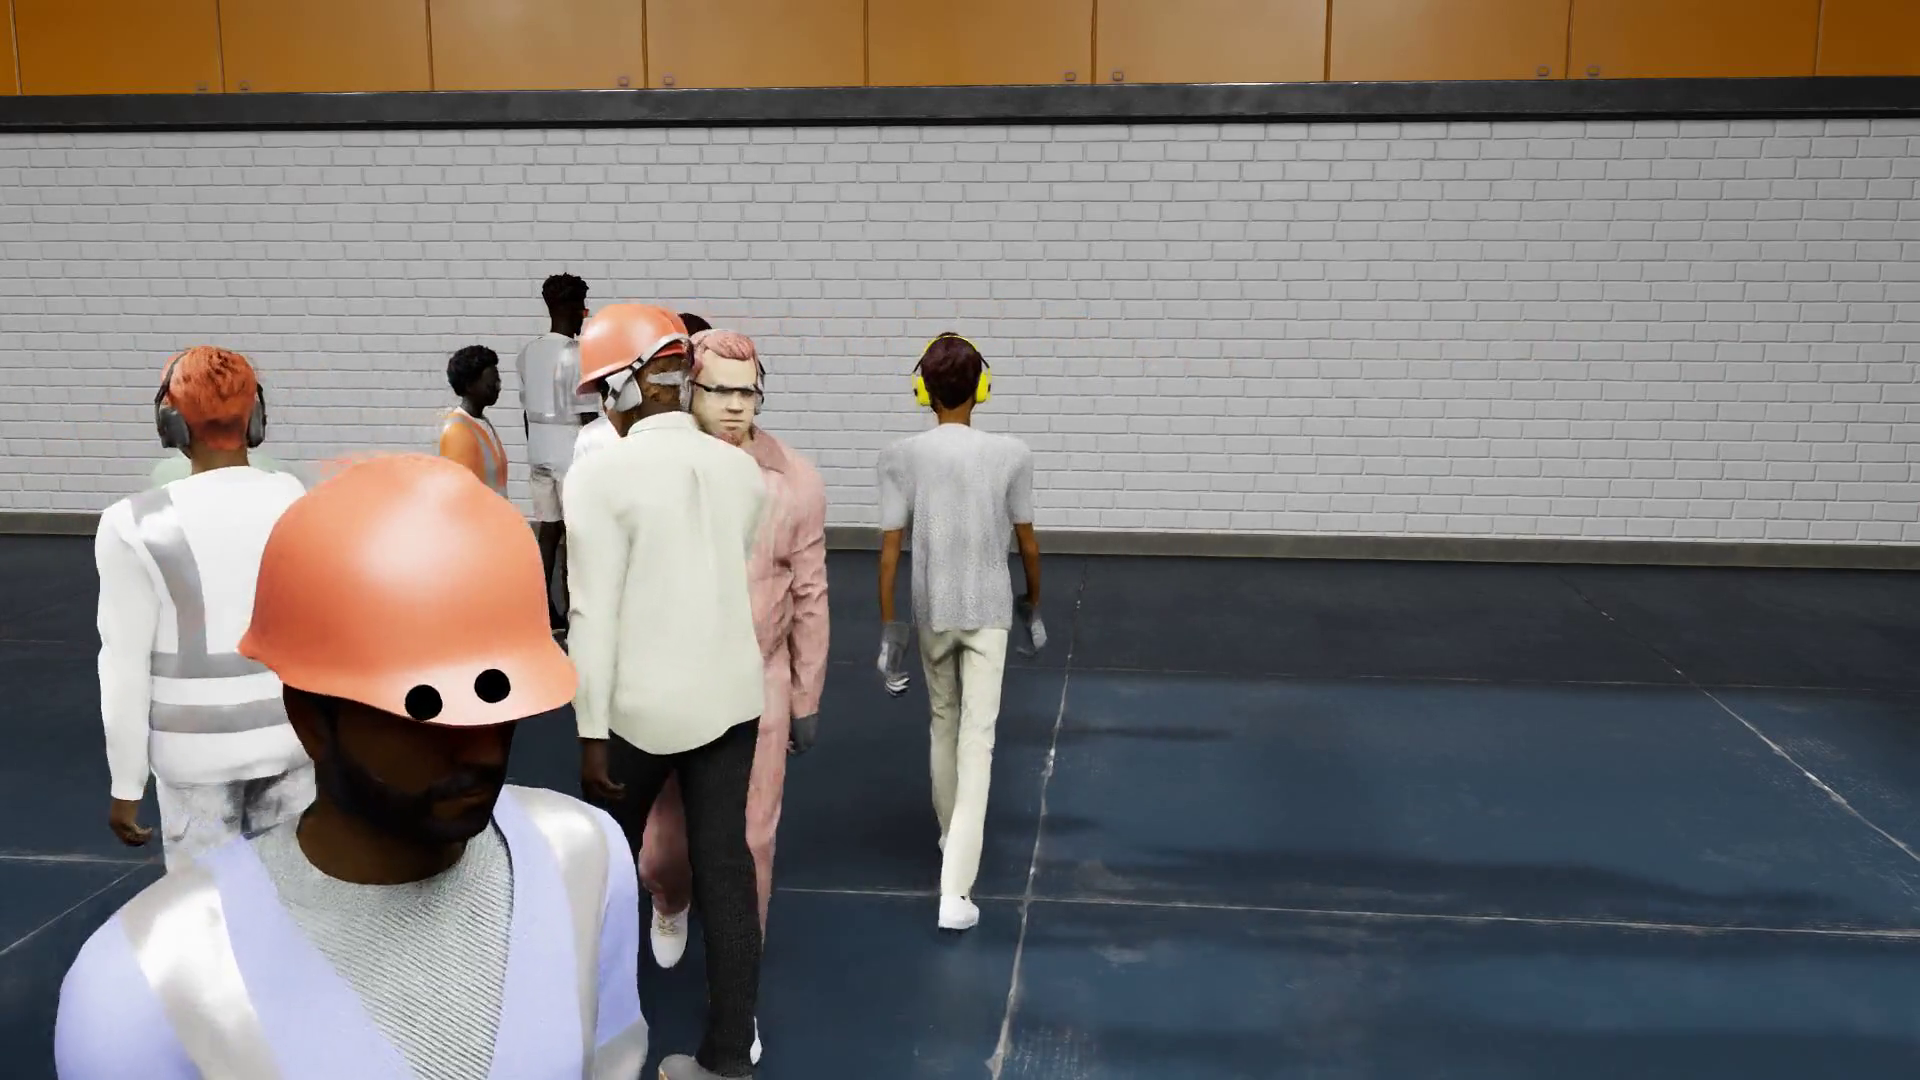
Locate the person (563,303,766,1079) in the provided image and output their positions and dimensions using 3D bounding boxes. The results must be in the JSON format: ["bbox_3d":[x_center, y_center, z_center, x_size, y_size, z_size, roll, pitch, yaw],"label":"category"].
[{"bbox_3d":[-0.763,0.402,4.085,0.825,1.937,0.628,9,13,42],"label":"person"}]

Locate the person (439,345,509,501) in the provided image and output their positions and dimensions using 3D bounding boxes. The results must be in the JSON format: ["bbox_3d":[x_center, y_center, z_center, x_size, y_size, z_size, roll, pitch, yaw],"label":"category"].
[{"bbox_3d":[-2.235,-0.028,7.340,0.786,1.669,0.537,-1,10,-3],"label":"person"}]

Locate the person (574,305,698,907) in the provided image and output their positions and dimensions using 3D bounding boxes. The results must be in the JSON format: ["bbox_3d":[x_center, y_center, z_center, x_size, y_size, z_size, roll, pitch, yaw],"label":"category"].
[{"bbox_3d":[-0.918,0.226,5.211,0.543,1.909,0.422,2,10,9],"label":"person"}]

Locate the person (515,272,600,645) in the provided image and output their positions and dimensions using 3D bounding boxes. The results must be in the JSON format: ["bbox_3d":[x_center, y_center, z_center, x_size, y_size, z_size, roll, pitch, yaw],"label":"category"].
[{"bbox_3d":[-2.090,-0.428,8.812,0.608,1.959,0.373,9,13,41],"label":"person"}]

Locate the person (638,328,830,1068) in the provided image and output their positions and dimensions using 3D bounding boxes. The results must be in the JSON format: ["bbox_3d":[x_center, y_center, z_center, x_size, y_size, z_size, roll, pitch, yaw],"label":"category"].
[{"bbox_3d":[-0.665,0.382,4.379,0.654,1.880,0.640,-2,10,-13],"label":"person"}]

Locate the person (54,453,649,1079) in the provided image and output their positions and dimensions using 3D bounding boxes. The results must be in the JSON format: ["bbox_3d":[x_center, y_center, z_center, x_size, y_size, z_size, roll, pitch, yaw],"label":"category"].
[{"bbox_3d":[-0.560,0.851,1.613,0.683,1.912,0.545,10,14,43],"label":"person"}]

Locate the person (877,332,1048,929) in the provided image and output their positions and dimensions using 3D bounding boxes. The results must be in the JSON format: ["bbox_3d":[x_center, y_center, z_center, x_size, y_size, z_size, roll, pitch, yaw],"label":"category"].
[{"bbox_3d":[0.001,0.264,5.261,0.506,1.835,0.942,2,10,14],"label":"person"}]

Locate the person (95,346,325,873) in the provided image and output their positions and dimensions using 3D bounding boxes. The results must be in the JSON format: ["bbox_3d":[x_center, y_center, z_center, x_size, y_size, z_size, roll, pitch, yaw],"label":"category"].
[{"bbox_3d":[-1.635,0.487,3.822,0.633,1.865,0.586,9,13,42],"label":"person"}]

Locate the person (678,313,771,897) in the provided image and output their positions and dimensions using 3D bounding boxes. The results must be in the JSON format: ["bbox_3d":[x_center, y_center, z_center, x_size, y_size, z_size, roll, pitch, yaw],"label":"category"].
[{"bbox_3d":[-0.962,0.181,5.560,0.585,1.889,0.959,-6,12,-32],"label":"person"}]

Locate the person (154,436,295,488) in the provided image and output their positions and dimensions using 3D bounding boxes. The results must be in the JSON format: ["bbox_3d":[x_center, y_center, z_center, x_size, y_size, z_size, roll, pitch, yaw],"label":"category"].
[{"bbox_3d":[-2.729,0.206,6.217,0.514,1.592,0.844,-4,11,-22],"label":"person"}]
